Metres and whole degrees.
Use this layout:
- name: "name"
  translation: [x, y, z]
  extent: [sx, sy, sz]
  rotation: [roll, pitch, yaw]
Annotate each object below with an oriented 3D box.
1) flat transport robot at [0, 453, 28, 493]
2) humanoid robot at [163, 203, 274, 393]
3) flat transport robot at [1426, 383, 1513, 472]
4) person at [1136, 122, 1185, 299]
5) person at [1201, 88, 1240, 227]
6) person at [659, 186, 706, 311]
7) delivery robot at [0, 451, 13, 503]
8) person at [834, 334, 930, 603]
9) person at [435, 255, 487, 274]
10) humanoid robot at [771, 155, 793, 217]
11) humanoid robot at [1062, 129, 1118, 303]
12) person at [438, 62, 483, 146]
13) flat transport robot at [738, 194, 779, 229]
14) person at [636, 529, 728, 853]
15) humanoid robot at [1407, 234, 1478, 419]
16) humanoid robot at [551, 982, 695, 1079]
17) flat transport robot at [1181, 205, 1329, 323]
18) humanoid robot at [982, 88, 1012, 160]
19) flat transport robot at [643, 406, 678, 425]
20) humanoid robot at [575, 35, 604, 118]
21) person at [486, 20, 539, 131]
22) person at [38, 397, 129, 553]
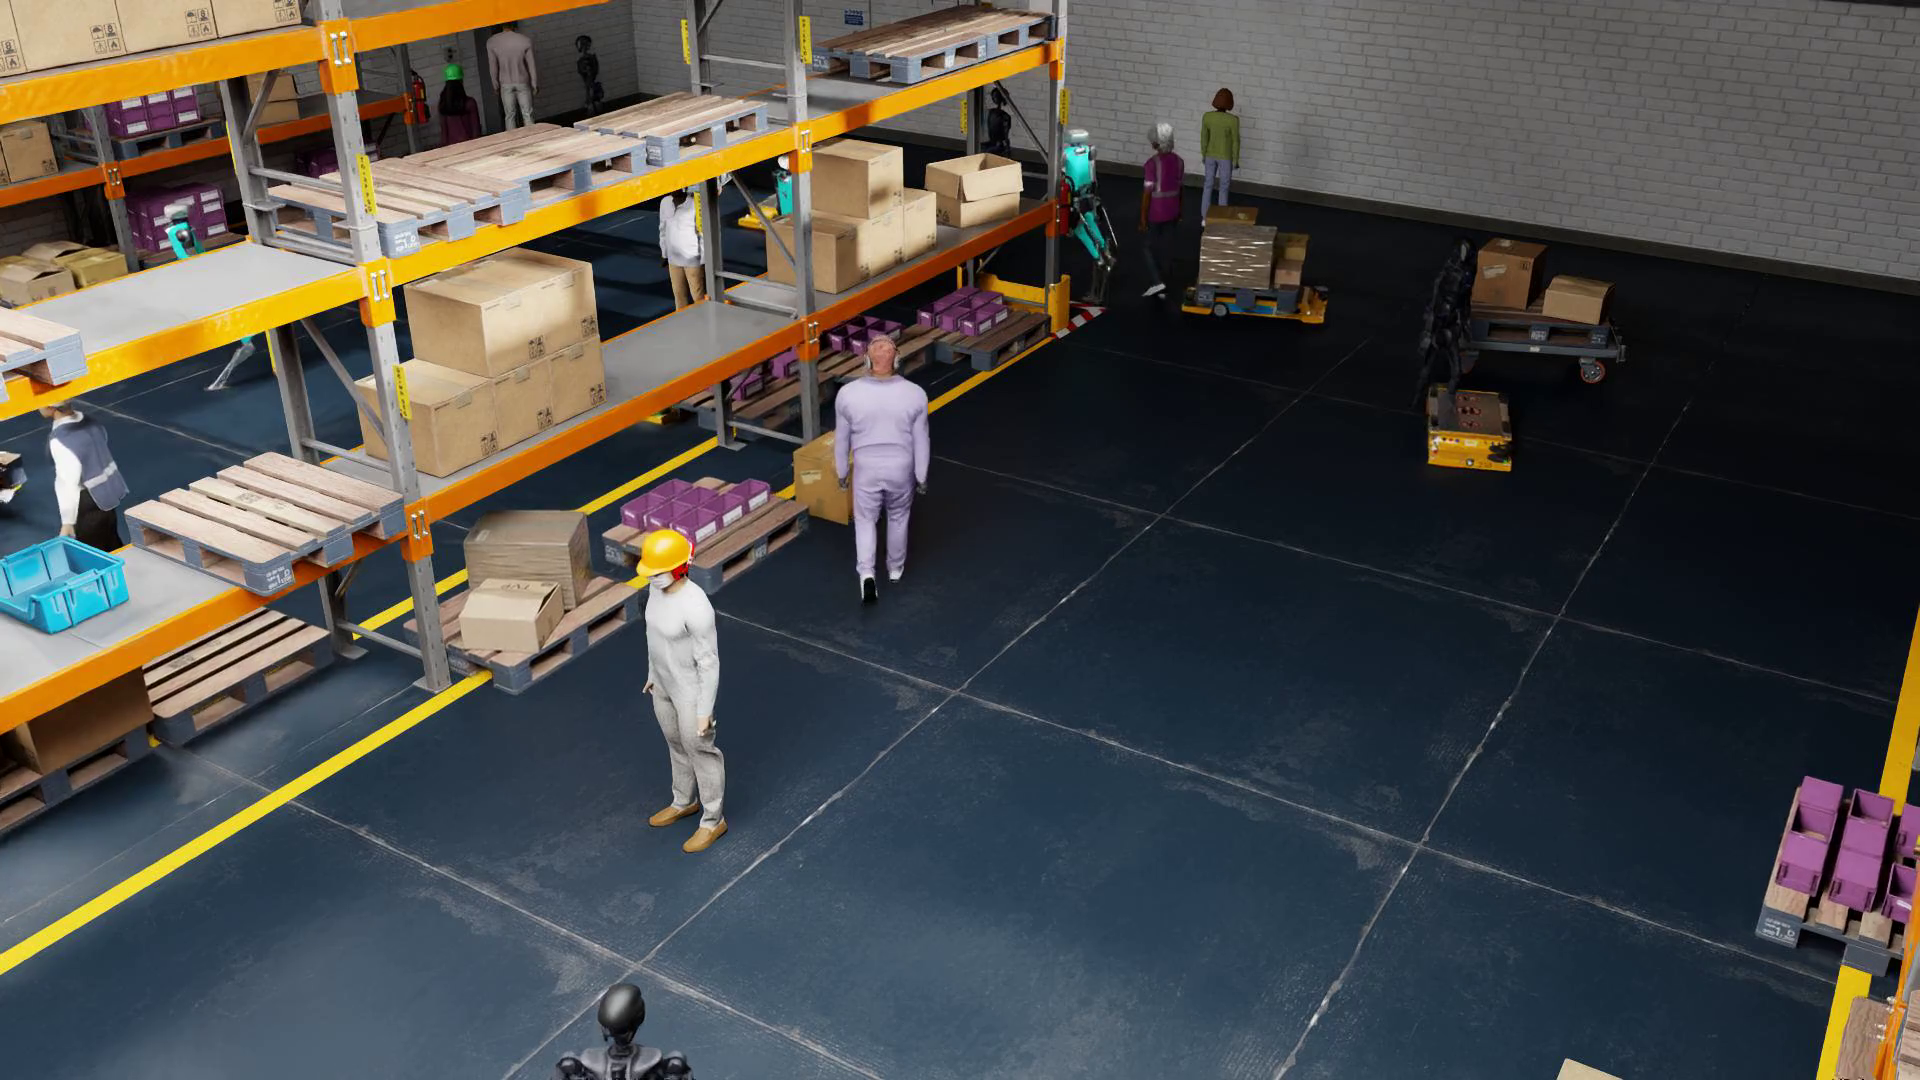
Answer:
- name: "flat transport robot"
  translation: [-7.891, -0.198, 12.588]
  extent: [0.659, 0.231, 1.431]
  rotation: [5, 27, 9]
- name: "humanoid robot"
  translation: [-6.494, -2.230, 15.018]
  extent: [1.020, 1.761, 0.564]
  rotation: [-17, 31, -30]
- name: "flat transport robot"
  translation: [4.304, -0.964, 14.098]
  extent: [0.659, 0.231, 1.431]
  rotation: [6, 28, 12]
- name: "person"
  translation: [2.076, -3.366, 17.101]
  extent: [0.571, 1.839, 0.386]
  rotation: [-13, 30, -24]
- name: "person"
  translation: [3.044, -4.463, 19.482]
  extent: [0.496, 1.633, 0.287]
  rotation: [18, 32, 31]
- name: "person"
  translation: [-2.640, -2.708, 15.892]
  extent: [0.571, 1.750, 0.329]
  rotation: [15, 30, 27]
- name: "delivery robot"
  translation: [-7.756, -0.530, 12.917]
  extent: [0.741, 0.587, 0.525]
  rotation: [9, 28, 17]
- name: "person"
  translation: [-0.527, -0.475, 11.351]
  extent: [0.657, 1.879, 0.771]
  rotation: [0, 27, 0]
- name: "person"
  translation: [-4.652, -2.559, 15.551]
  extent: [0.635, 1.796, 0.968]
  rotation: [21, 33, 35]
- name: "humanoid robot"
  translation: [-1.474, -2.951, 16.406]
  extent: [0.927, 1.762, 0.564]
  rotation: [-23, 35, -38]
- name: "humanoid robot"
  translation: [1.352, -3.239, 17.017]
  extent: [0.538, 1.812, 0.793]
  rotation: [-21, 34, -35]
- name: "person"
  translation: [-5.768, -4.544, 19.310]
  extent: [0.514, 1.936, 0.571]
  rotation: [6, 28, 12]
- name: "flat transport robot"
  translation: [-2.015, -4.018, 20.116]
  extent: [0.659, 0.231, 1.431]
  rotation: [13, 30, 24]
- name: "person"
  translation: [-1.487, 0.790, 8.853]
  extent: [0.373, 1.890, 0.572]
  rotation: [-22, 34, -36]
- name: "humanoid robot"
  translation: [4.164, -1.808, 14.209]
  extent: [0.612, 1.642, 0.480]
  rotation: [-19, 33, -33]
- name: "humanoid robot"
  translation: [-1.230, 2.369, 6.009]
  extent: [0.602, 1.626, 0.682]
  rotation: [-1, 27, -2]
- name: "flat transport robot"
  translation: [3.029, -2.458, 17.041]
  extent: [1.431, 0.231, 0.659]
  rotation: [7, 28, 13]
- name: "humanoid robot"
  translation: [0.495, -4.460, 19.438]
  extent: [0.561, 1.641, 0.603]
  rotation: [-10, 29, -19]
- name: "flat transport robot"
  translation: [-2.459, -1.408, 14.971]
  extent: [0.659, 0.231, 1.431]
  rotation: [16, 31, 28]
- name: "humanoid robot"
  translation: [-4.913, -5.941, 22.345]
  extent: [0.376, 1.641, 0.598]
  rotation: [-9, 28, -17]
- name: "person"
  translation: [-6.012, -6.162, 22.495]
  extent: [0.634, 1.938, 0.360]
  rotation: [-4, 27, -7]
- name: "person"
  translation: [-5.780, -0.238, 11.030]
  extent: [0.477, 1.752, 0.786]
  rotation: [-3, 27, -7]
